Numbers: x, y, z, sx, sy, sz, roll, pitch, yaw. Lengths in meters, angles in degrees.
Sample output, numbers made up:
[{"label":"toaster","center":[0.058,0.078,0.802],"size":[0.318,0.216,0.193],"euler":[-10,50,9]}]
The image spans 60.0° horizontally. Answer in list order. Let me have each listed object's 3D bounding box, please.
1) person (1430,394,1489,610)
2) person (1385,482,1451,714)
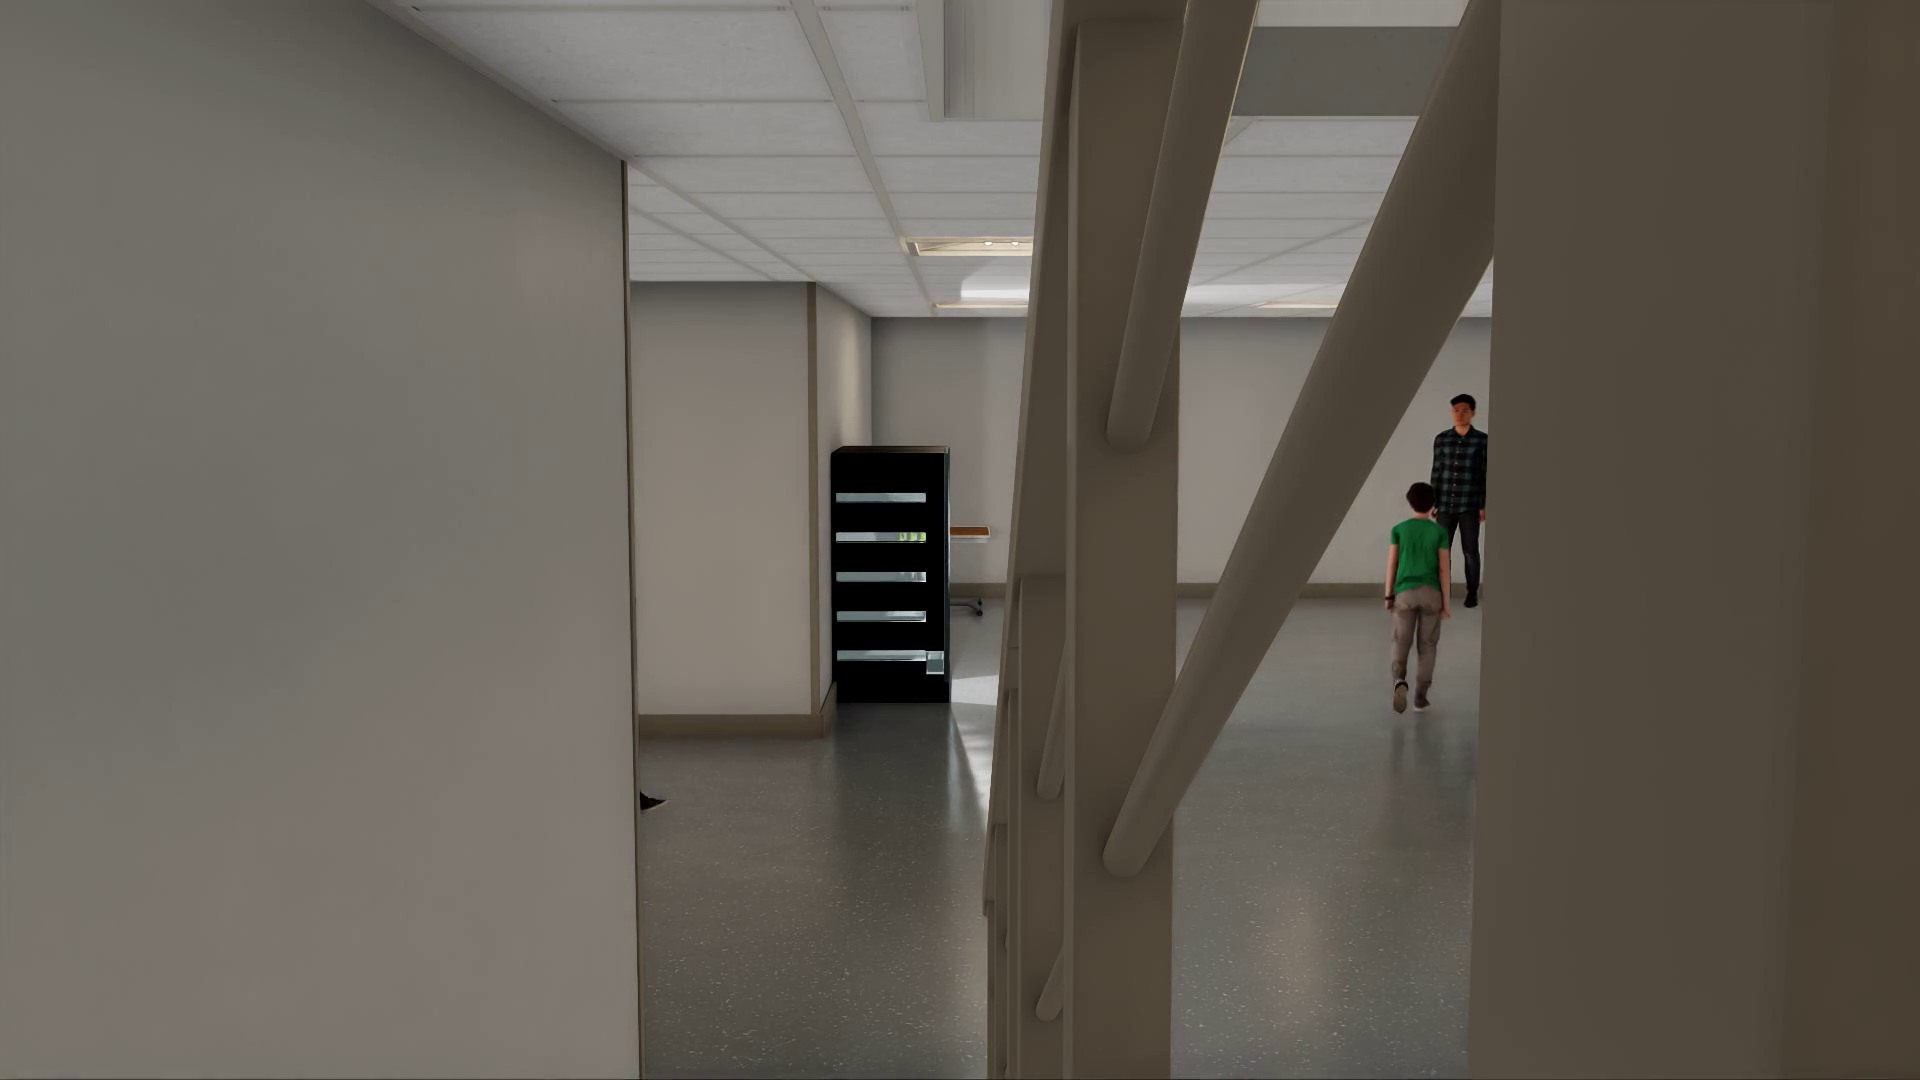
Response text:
[{"label":"person","center":[3.990,-0.320,13.312],"size":[0.748,1.708,0.740],"euler":[4,7,35]},{"label":"person","center":[3.185,0.428,11.582],"size":[0.806,1.634,1.019],"euler":[2,6,21]}]
